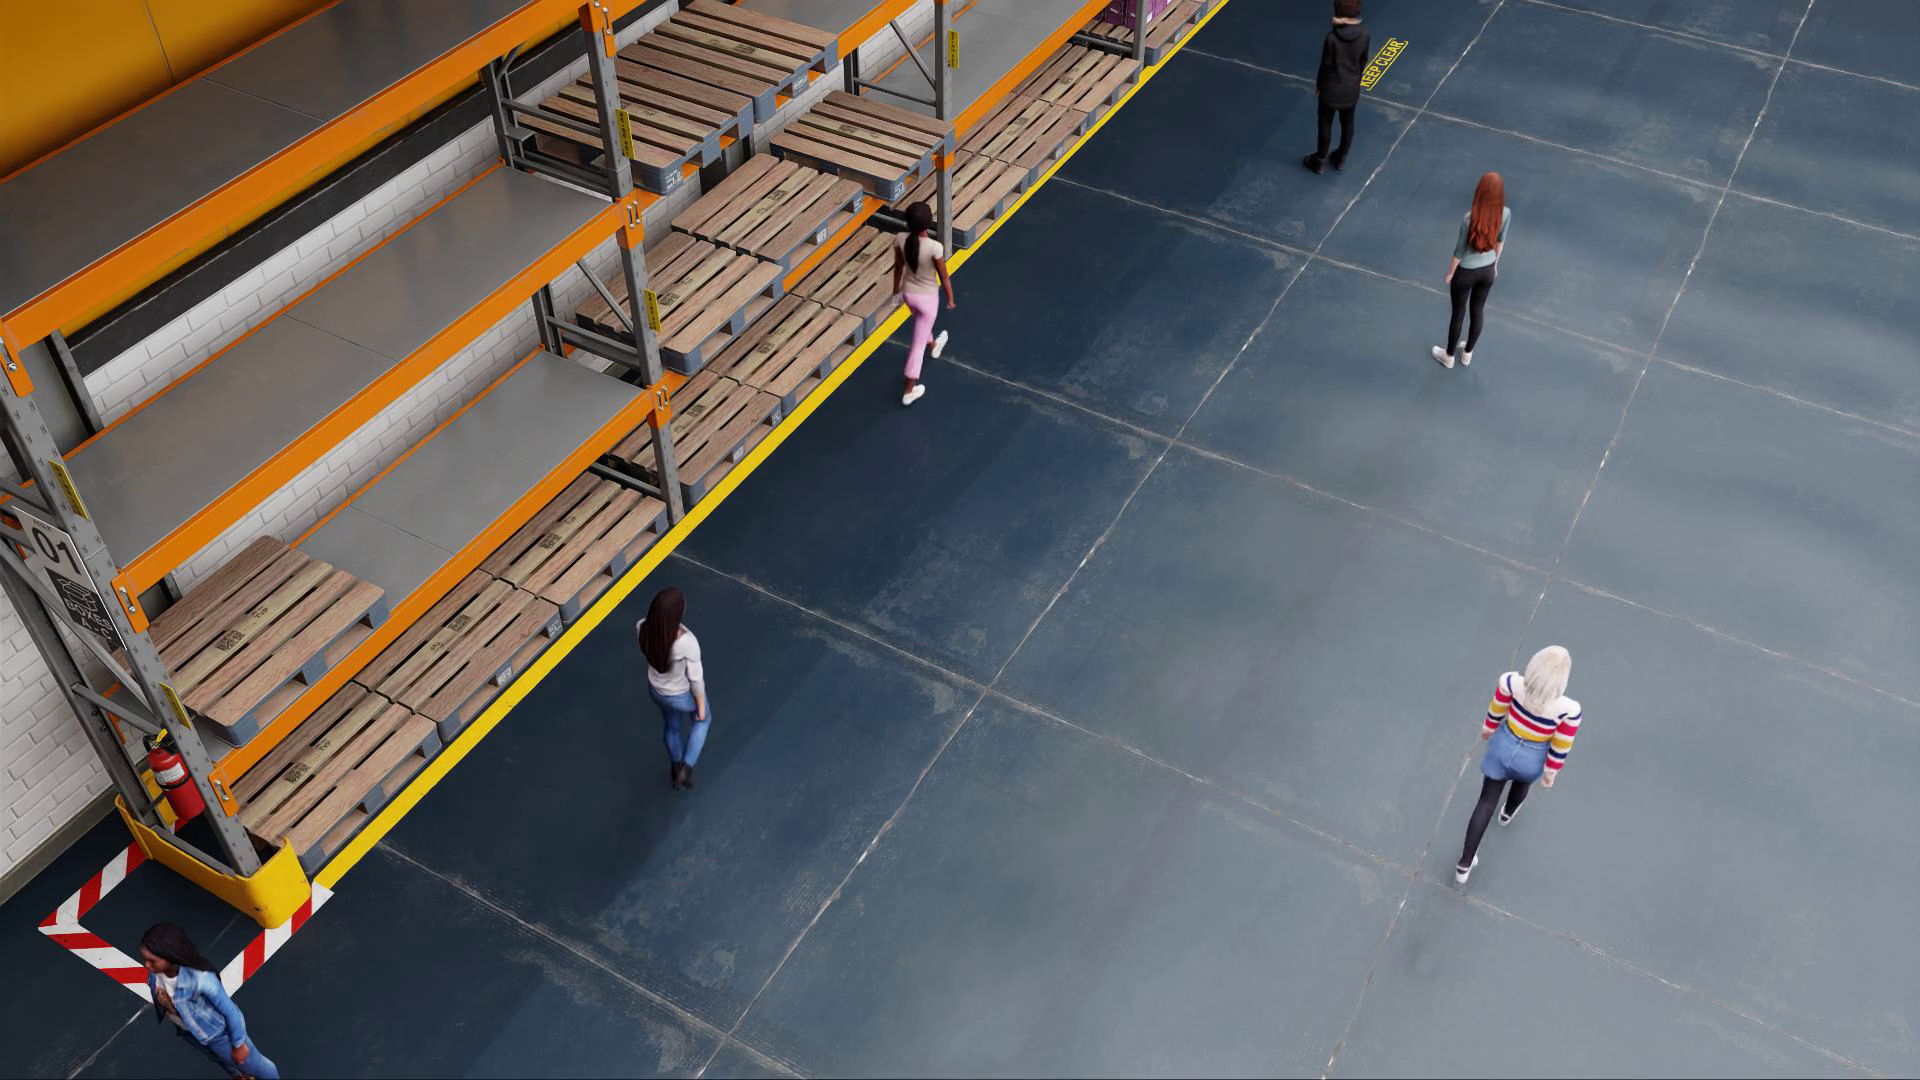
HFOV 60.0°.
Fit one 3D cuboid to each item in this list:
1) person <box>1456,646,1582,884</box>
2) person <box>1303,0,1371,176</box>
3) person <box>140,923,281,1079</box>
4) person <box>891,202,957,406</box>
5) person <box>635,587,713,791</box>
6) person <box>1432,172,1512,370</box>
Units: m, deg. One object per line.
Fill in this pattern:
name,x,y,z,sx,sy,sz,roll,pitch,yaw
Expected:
person,3.200,1.298,9.663,0.712,1.770,1.118,26,49,25
person,3.540,-4.230,15.459,0.725,1.778,0.780,-9,44,-9
person,-3.804,2.473,8.471,0.623,1.712,0.543,18,47,18
person,-0.359,-1.816,12.980,0.613,1.704,1.075,22,48,22
person,-1.769,0.981,10.104,0.660,1.619,0.693,16,46,16
person,4.102,-2.142,13.293,0.666,1.742,0.714,-8,44,-8
